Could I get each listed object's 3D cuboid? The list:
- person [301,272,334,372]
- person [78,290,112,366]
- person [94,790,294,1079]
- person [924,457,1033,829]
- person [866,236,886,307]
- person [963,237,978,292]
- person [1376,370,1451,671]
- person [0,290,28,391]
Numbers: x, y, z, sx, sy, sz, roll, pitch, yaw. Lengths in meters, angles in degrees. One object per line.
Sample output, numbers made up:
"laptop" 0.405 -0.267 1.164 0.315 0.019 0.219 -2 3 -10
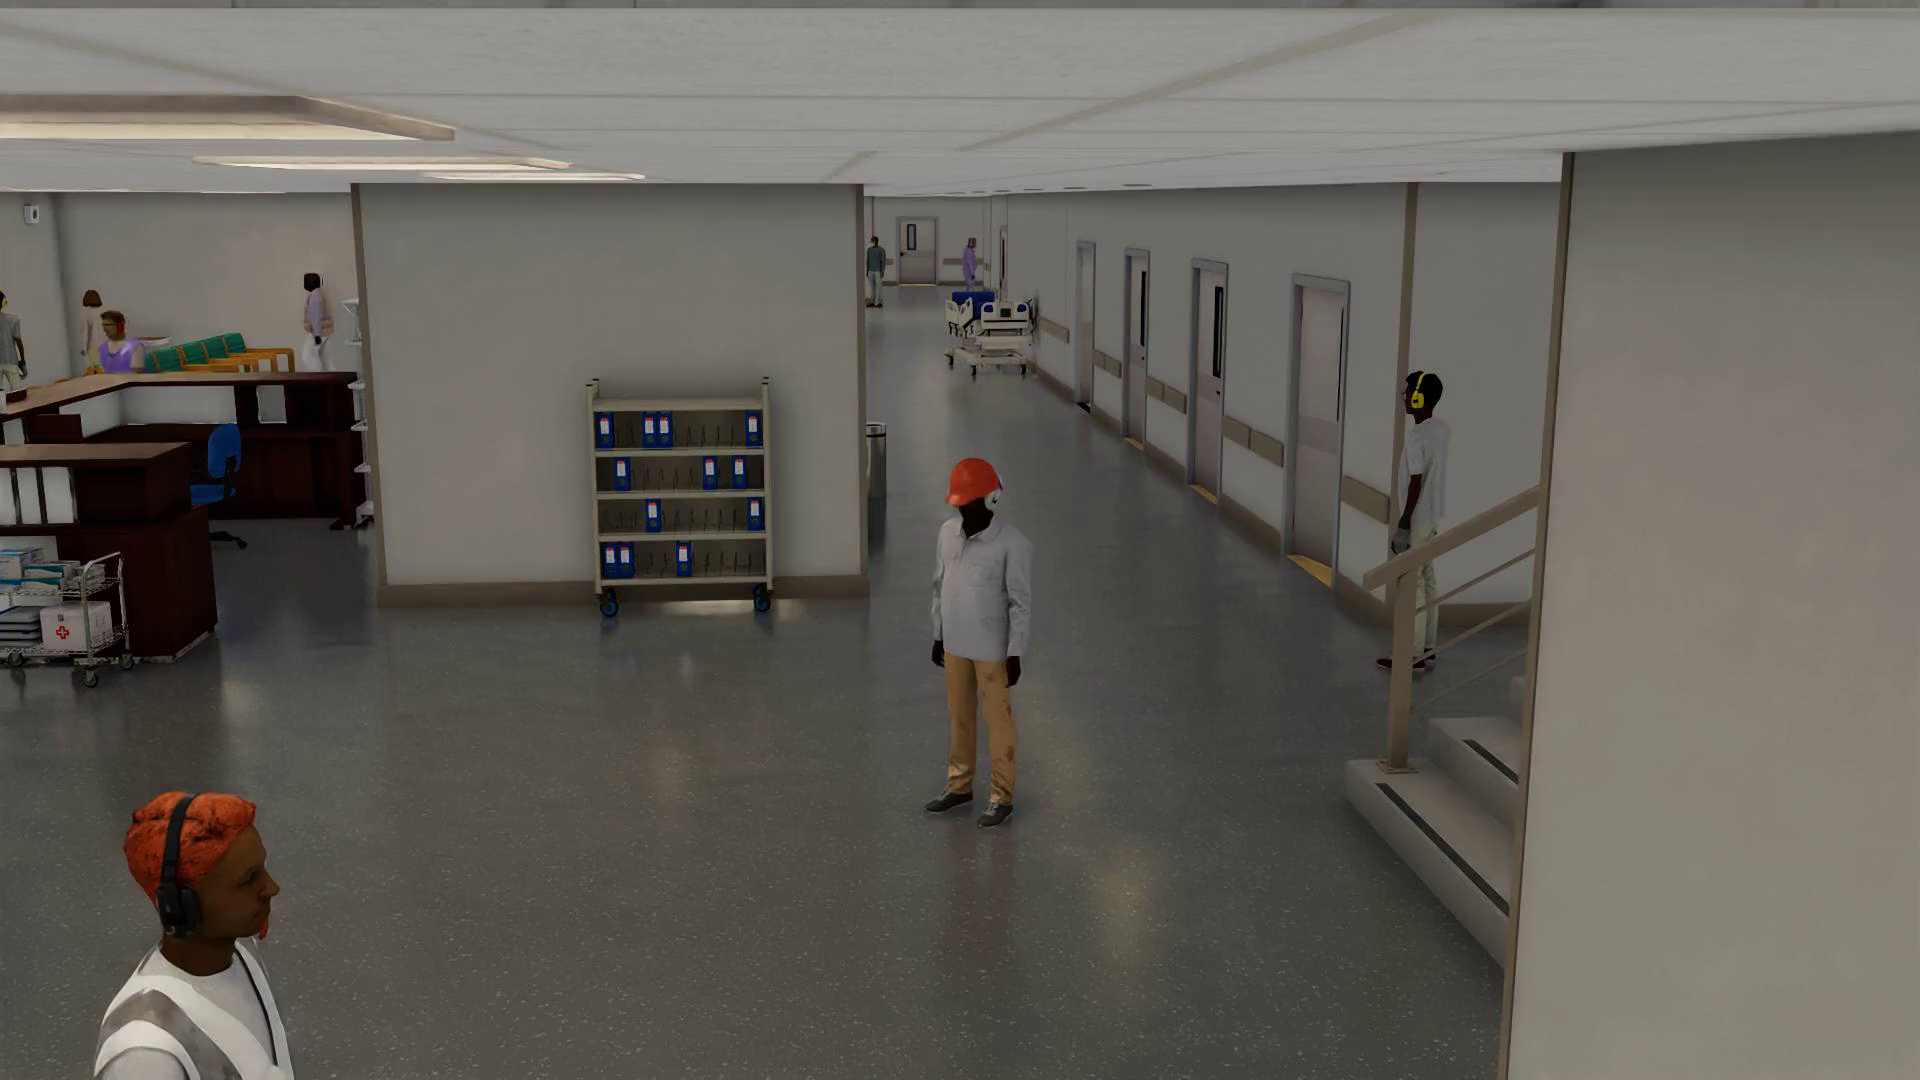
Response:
"person" -9.760 -3.127 25.176 0.539 1.822 0.664 -1 12 -6
"person" -12.401 -2.775 23.920 0.264 1.632 0.507 6 13 28
"person" -1.357 1.366 3.075 0.362 1.882 0.576 -2 12 -11
"person" 0.065 0.472 7.772 0.570 1.745 0.345 10 15 40
"person" -2.310 -7.312 45.346 0.635 1.938 0.366 8 14 34
"person" 0.301 -7.288 45.339 0.426 1.896 0.667 0 12 -2
"person" 2.841 -0.119 10.362 0.328 1.872 0.509 8 14 35
"person" -11.526 -2.096 20.023 0.515 1.873 0.329 -6 13 -27
